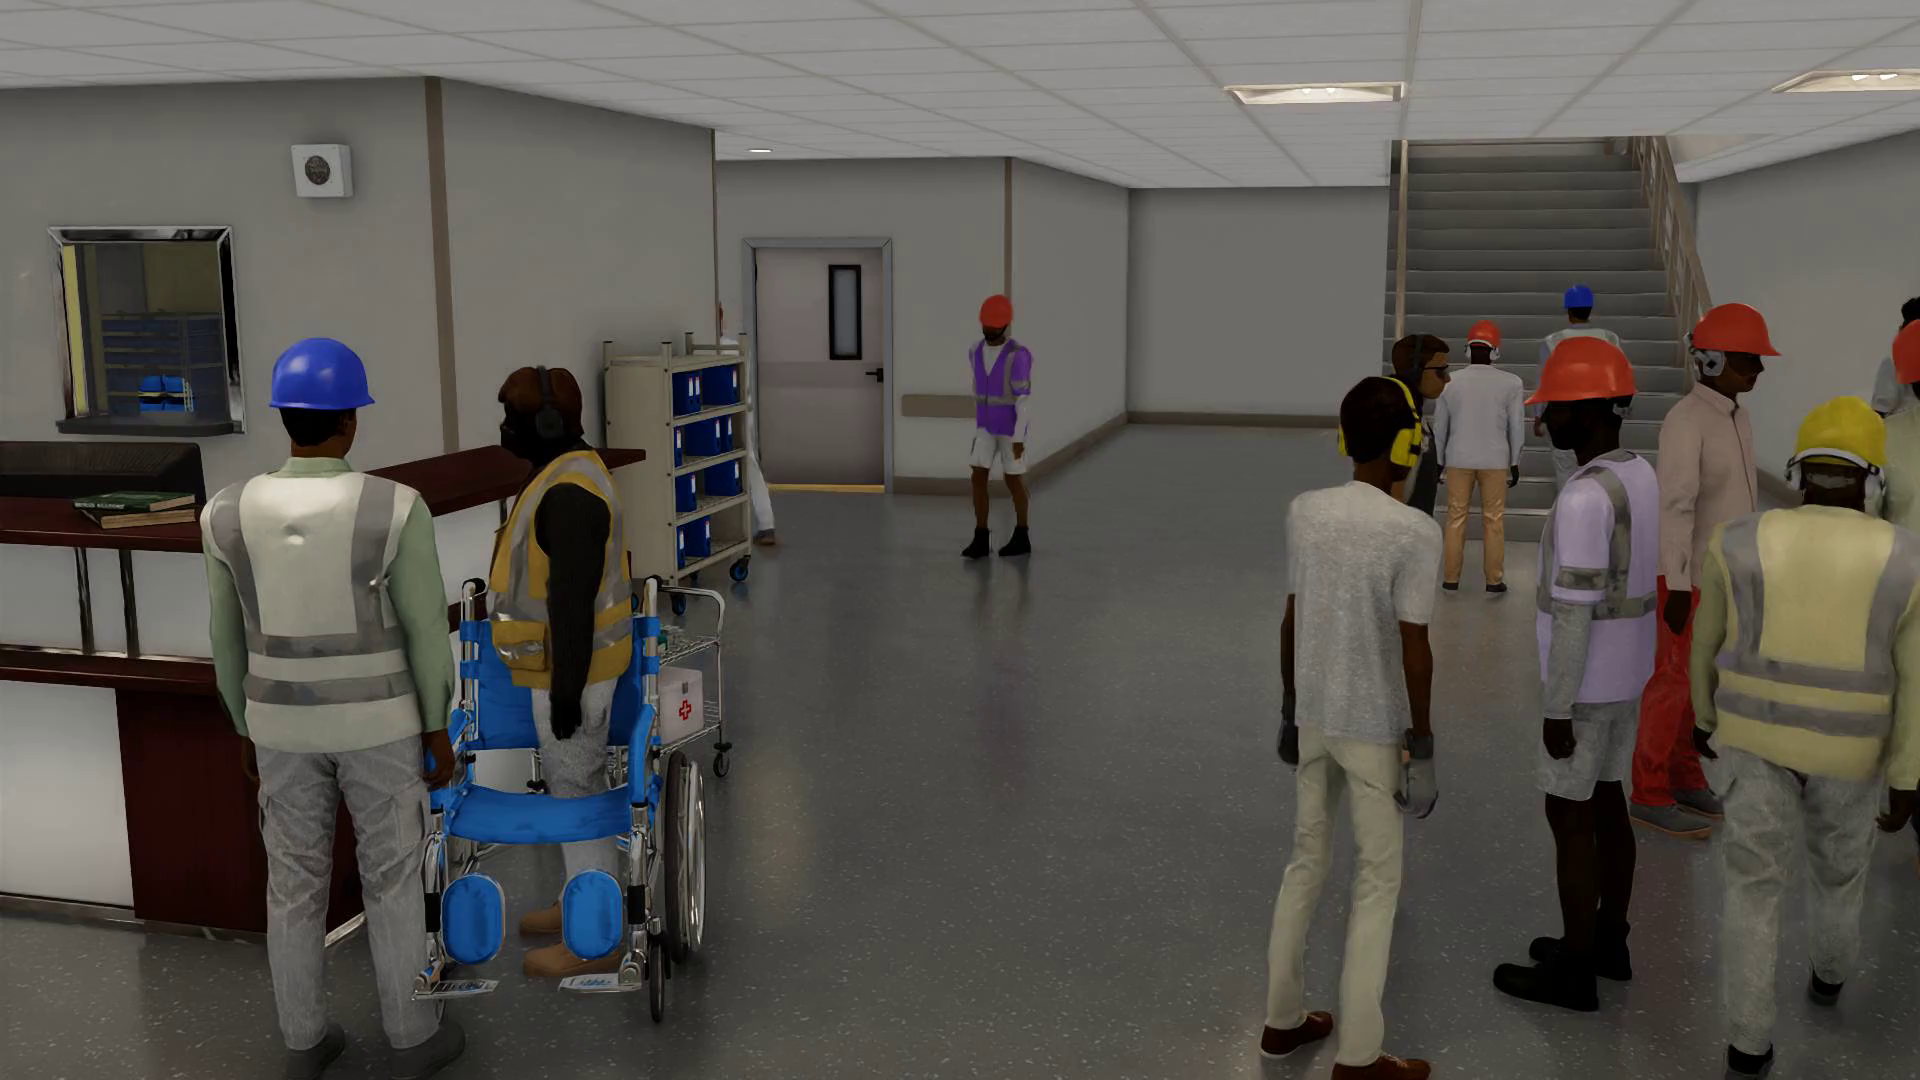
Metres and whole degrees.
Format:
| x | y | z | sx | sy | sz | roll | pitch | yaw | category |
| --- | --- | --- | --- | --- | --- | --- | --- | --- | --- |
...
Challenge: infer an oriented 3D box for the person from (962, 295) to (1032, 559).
| x | y | z | sx | sy | sz | roll | pitch | yaw | category |
| --- | --- | --- | --- | --- | --- | --- | --- | --- | --- |
| 0.284 | -0.789 | 11.785 | 0.560 | 1.885 | 0.773 | 7 | 12 | 36 | person |

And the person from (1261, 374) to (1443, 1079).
| x | y | z | sx | sy | sz | roll | pitch | yaw | category |
| --- | --- | --- | --- | --- | --- | --- | --- | --- | --- |
| 1.019 | 0.499 | 4.341 | 0.358 | 1.855 | 0.531 | -7 | 12 | -34 | person |

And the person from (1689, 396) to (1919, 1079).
| x | y | z | sx | sy | sz | roll | pitch | yaw | category |
| --- | --- | --- | --- | --- | --- | --- | --- | --- | --- |
| 2.282 | 0.504 | 4.492 | 0.592 | 1.781 | 0.923 | 5 | 11 | 28 | person |

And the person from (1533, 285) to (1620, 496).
| x | y | z | sx | sy | sz | roll | pitch | yaw | category |
| --- | --- | --- | --- | --- | --- | --- | --- | --- | --- |
| 4.718 | -0.975 | 12.763 | 0.638 | 1.933 | 0.442 | 0 | 10 | 0 | person |

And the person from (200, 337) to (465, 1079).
| x | y | z | sx | sy | sz | roll | pitch | yaw | category |
| --- | --- | --- | --- | --- | --- | --- | --- | --- | --- |
| -1.587 | 0.463 | 4.256 | 0.605 | 1.948 | 0.384 | 0 | 10 | 1 | person |

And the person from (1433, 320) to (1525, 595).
| x | y | z | sx | sy | sz | roll | pitch | yaw | category |
| --- | --- | --- | --- | --- | --- | --- | --- | --- | --- |
| 3.310 | -0.517 | 10.638 | 0.575 | 1.756 | 0.355 | 4 | 10 | 21 | person |

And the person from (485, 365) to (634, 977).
| x | y | z | sx | sy | sz | roll | pitch | yaw | category |
| --- | --- | --- | --- | --- | --- | --- | --- | --- | --- |
| -1.211 | 0.387 | 5.059 | 0.429 | 1.835 | 0.629 | -3 | 10 | -16 | person |

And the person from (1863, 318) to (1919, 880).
| x | y | z | sx | sy | sz | roll | pitch | yaw | category |
| --- | --- | --- | --- | --- | --- | --- | --- | --- | --- |
| 3.426 | 0.194 | 5.836 | 0.654 | 1.949 | 0.697 | 2 | 10 | 11 | person |

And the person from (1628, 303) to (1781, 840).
| x | y | z | sx | sy | sz | roll | pitch | yaw | category |
| --- | --- | --- | --- | --- | --- | --- | --- | --- | --- |
| 2.778 | 0.118 | 6.199 | 0.401 | 1.986 | 0.608 | 9 | 13 | 41 | person |

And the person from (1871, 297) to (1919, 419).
| x | y | z | sx | sy | sz | roll | pitch | yaw | category |
| --- | --- | --- | --- | --- | --- | --- | --- | --- | --- |
| 5.988 | -0.573 | 10.481 | 0.630 | 1.907 | 1.034 | -2 | 10 | -9 | person |

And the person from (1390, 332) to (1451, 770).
| x | y | z | sx | sy | sz | roll | pitch | yaw | category |
| --- | --- | --- | --- | --- | --- | --- | --- | --- | --- |
| 1.872 | 0.044 | 7.059 | 0.339 | 1.838 | 0.507 | 4 | 10 | 20 | person |

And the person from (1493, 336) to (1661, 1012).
| x | y | z | sx | sy | sz | roll | pitch | yaw | category |
| --- | --- | --- | --- | --- | --- | --- | --- | --- | --- |
| 1.779 | 0.385 | 4.789 | 0.385 | 1.929 | 0.547 | 8 | 12 | 39 | person |
